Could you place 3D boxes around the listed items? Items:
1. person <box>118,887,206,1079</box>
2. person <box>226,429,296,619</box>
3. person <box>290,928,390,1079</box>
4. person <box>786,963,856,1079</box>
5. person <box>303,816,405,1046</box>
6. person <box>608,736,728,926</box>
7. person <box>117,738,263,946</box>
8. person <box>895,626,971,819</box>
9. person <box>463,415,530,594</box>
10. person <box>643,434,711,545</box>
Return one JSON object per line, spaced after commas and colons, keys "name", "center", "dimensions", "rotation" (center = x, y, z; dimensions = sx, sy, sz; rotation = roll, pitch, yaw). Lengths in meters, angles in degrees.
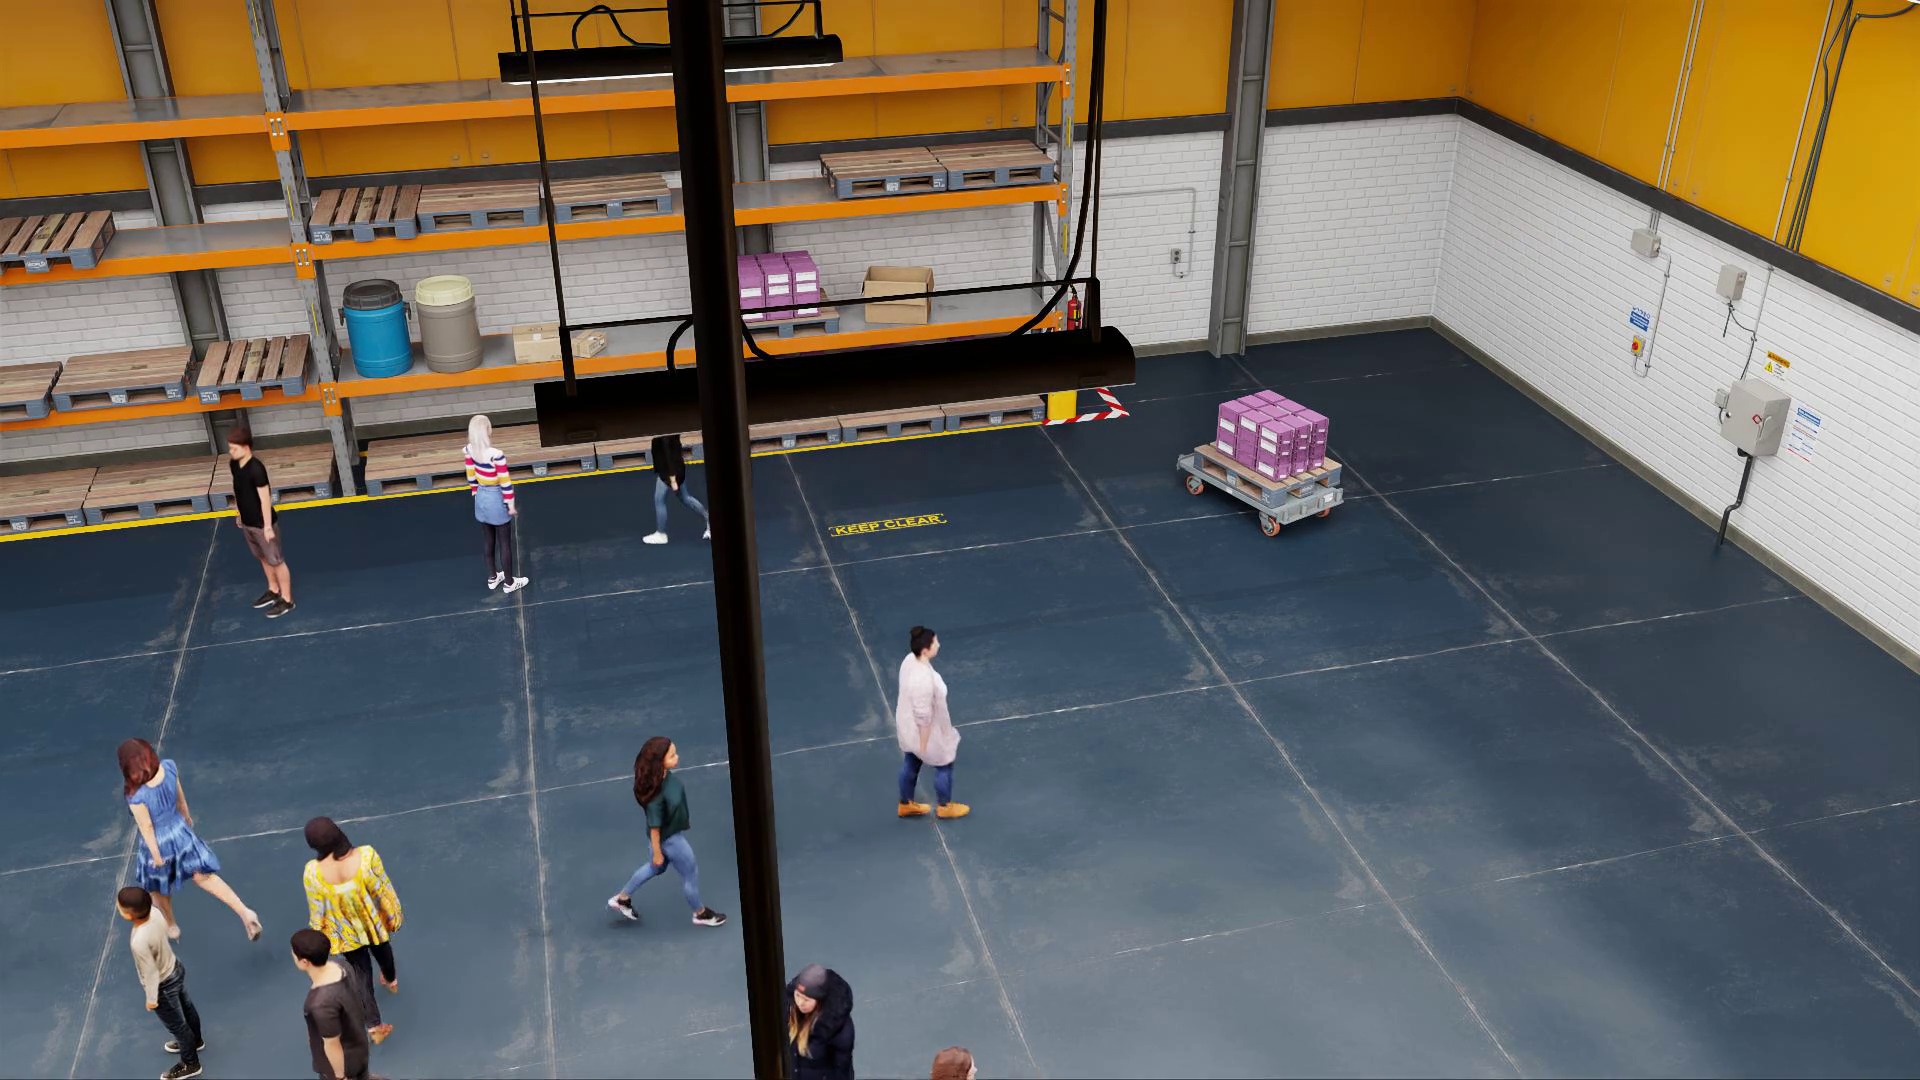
{"name": "person", "center": [-4.992, 2.746, 10.426], "dimensions": [0.511, 1.464, 0.546], "rotation": [-6, 29, -11]}
{"name": "person", "center": [-6.483, -0.201, 15.411], "dimensions": [0.796, 1.865, 0.821], "rotation": [22, 36, 35]}
{"name": "person", "center": [-3.552, 2.973, 9.780], "dimensions": [1.044, 1.686, 0.761], "rotation": [0, 29, -1]}
{"name": "person", "center": [-0.785, 3.057, 9.643], "dimensions": [0.840, 1.668, 0.898], "rotation": [18, 33, 29]}
{"name": "person", "center": [-3.875, 2.521, 10.690], "dimensions": [0.940, 1.608, 0.864], "rotation": [-9, 30, -16]}
{"name": "person", "center": [-2.127, 2.054, 11.569], "dimensions": [1.117, 1.585, 0.756], "rotation": [-1, 29, -2]}
{"name": "person", "center": [-5.270, 2.111, 11.264], "dimensions": [1.226, 1.777, 0.992], "rotation": [7, 29, 12]}
{"name": "person", "center": [-0.366, 1.411, 12.601], "dimensions": [0.765, 1.726, 0.678], "rotation": [-9, 30, -15]}
{"name": "person", "center": [-4.436, -0.358, 15.758], "dimensions": [0.698, 1.808, 0.758], "rotation": [15, 32, 25]}
{"name": "person", "center": [-2.796, -0.692, 16.567], "dimensions": [1.099, 1.620, 0.799], "rotation": [3, 29, 5]}
